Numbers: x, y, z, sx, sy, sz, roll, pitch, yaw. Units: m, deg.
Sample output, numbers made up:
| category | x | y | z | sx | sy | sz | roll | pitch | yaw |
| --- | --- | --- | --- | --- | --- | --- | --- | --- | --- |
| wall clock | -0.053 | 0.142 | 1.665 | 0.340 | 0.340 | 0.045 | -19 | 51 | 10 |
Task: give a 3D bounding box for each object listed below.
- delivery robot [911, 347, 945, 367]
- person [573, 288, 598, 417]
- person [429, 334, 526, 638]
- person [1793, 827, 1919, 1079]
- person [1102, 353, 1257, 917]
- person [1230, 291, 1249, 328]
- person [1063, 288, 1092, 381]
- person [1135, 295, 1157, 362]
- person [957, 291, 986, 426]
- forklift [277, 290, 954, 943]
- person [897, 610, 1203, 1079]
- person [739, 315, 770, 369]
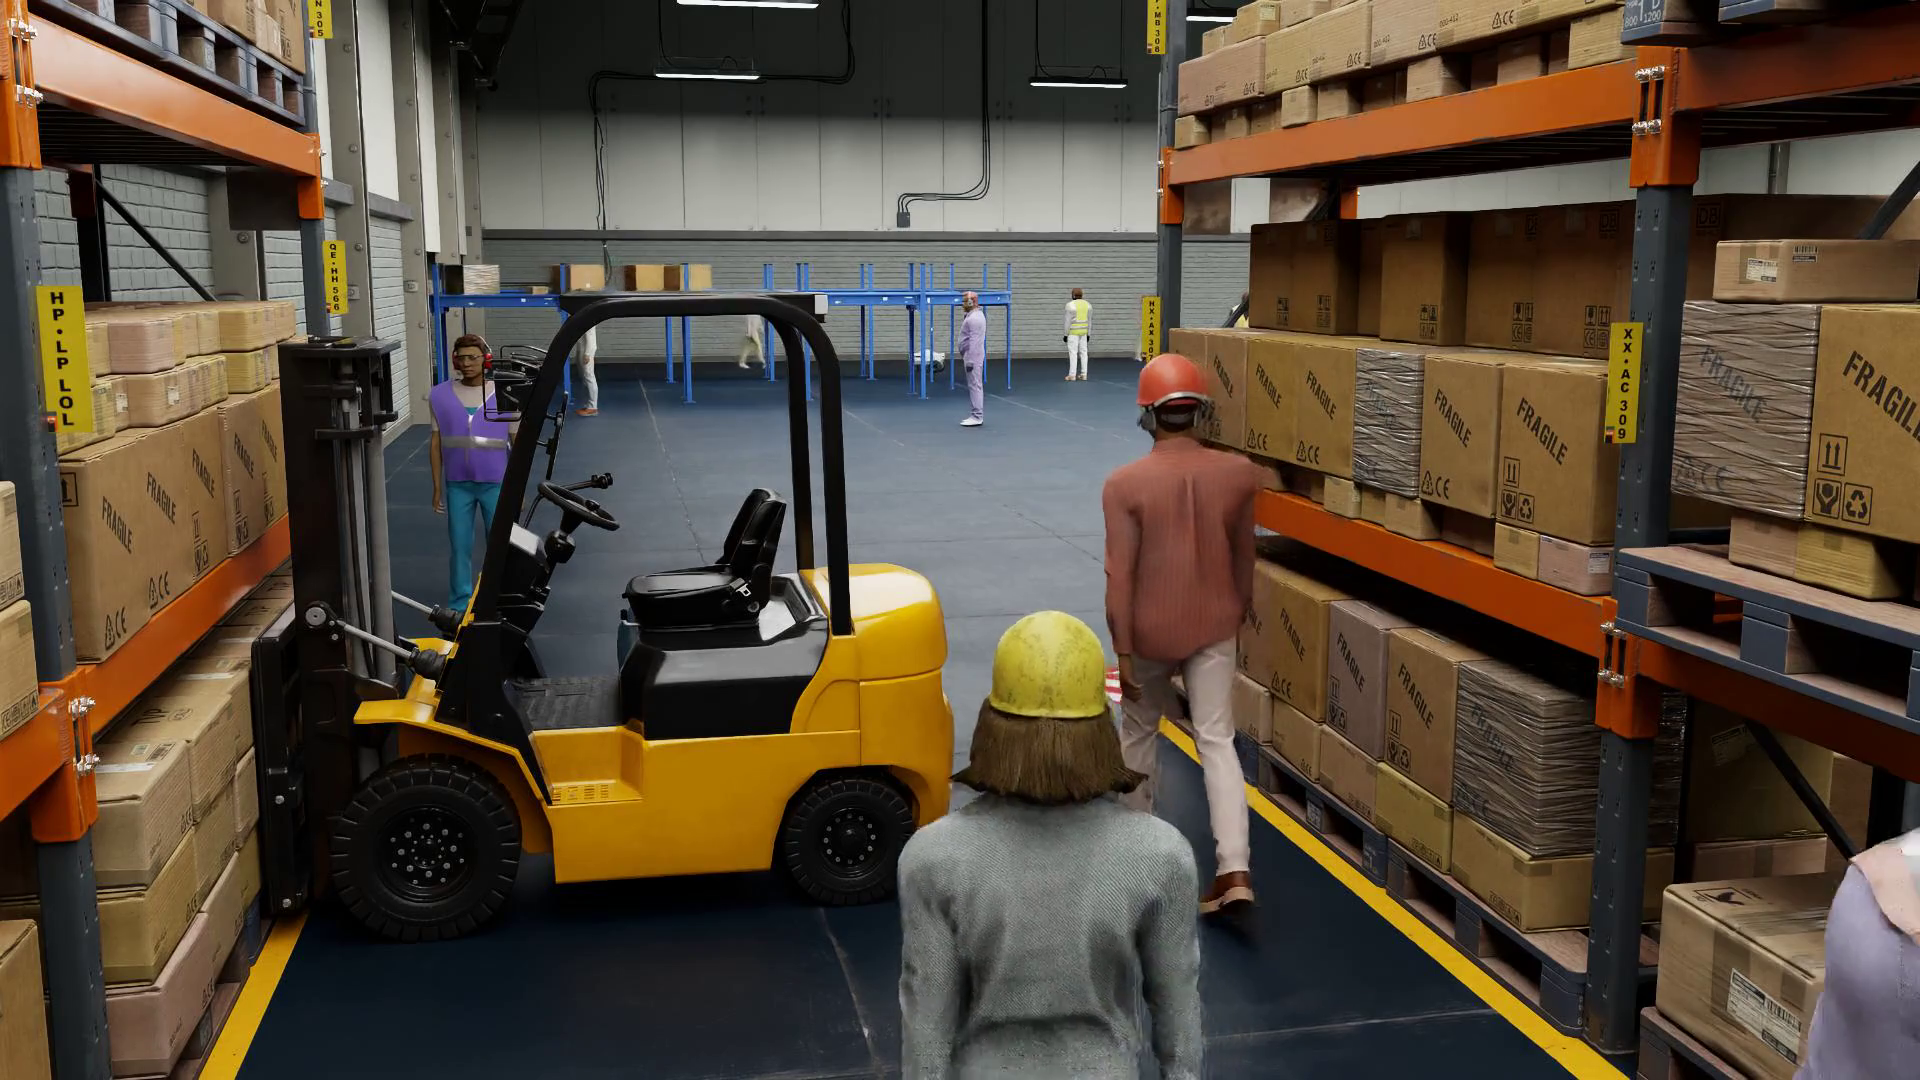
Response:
| category | x | y | z | sx | sy | sz | roll | pitch | yaw |
| --- | --- | --- | --- | --- | --- | --- | --- | --- | --- |
| delivery robot | -0.699 | -3.924 | 35.818 | 0.707 | 0.478 | 0.477 | 2 | 9 | 14 |
| person | -5.700 | -2.853 | 25.244 | 0.354 | 1.937 | 0.635 | -4 | 10 | -22 |
| person | -2.940 | -0.334 | 10.172 | 0.563 | 1.847 | 0.394 | -1 | 9 | -6 |
| person | 1.419 | 0.978 | 2.239 | 0.644 | 1.822 | 0.493 | -1 | 9 | -6 |
| person | 0.796 | 0.321 | 5.889 | 0.607 | 1.955 | 1.005 | -2 | 10 | -12 |
| person | 5.109 | -3.520 | 29.667 | 0.655 | 1.819 | 0.580 | 2 | 10 | 12 |
| person | 2.328 | -4.113 | 33.224 | 0.633 | 1.842 | 0.429 | -6 | 11 | -31 |
| person | 4.575 | -5.009 | 39.462 | 0.902 | 1.585 | 0.500 | 6 | 11 | 33 |
| person | 0.160 | -2.585 | 23.718 | 0.402 | 1.904 | 0.652 | 1 | 9 | 6 |
| forklift | -1.179 | 0.175 | 6.143 | 2.313 | 2.155 | 1.214 | -2 | 10 | -12 |
| person | 0.149 | 0.965 | 2.674 | 0.494 | 1.707 | 0.836 | 0 | 9 | 1 |
| person | -4.574 | -4.596 | 36.925 | 0.844 | 1.592 | 0.514 | 2 | 10 | 12 |
